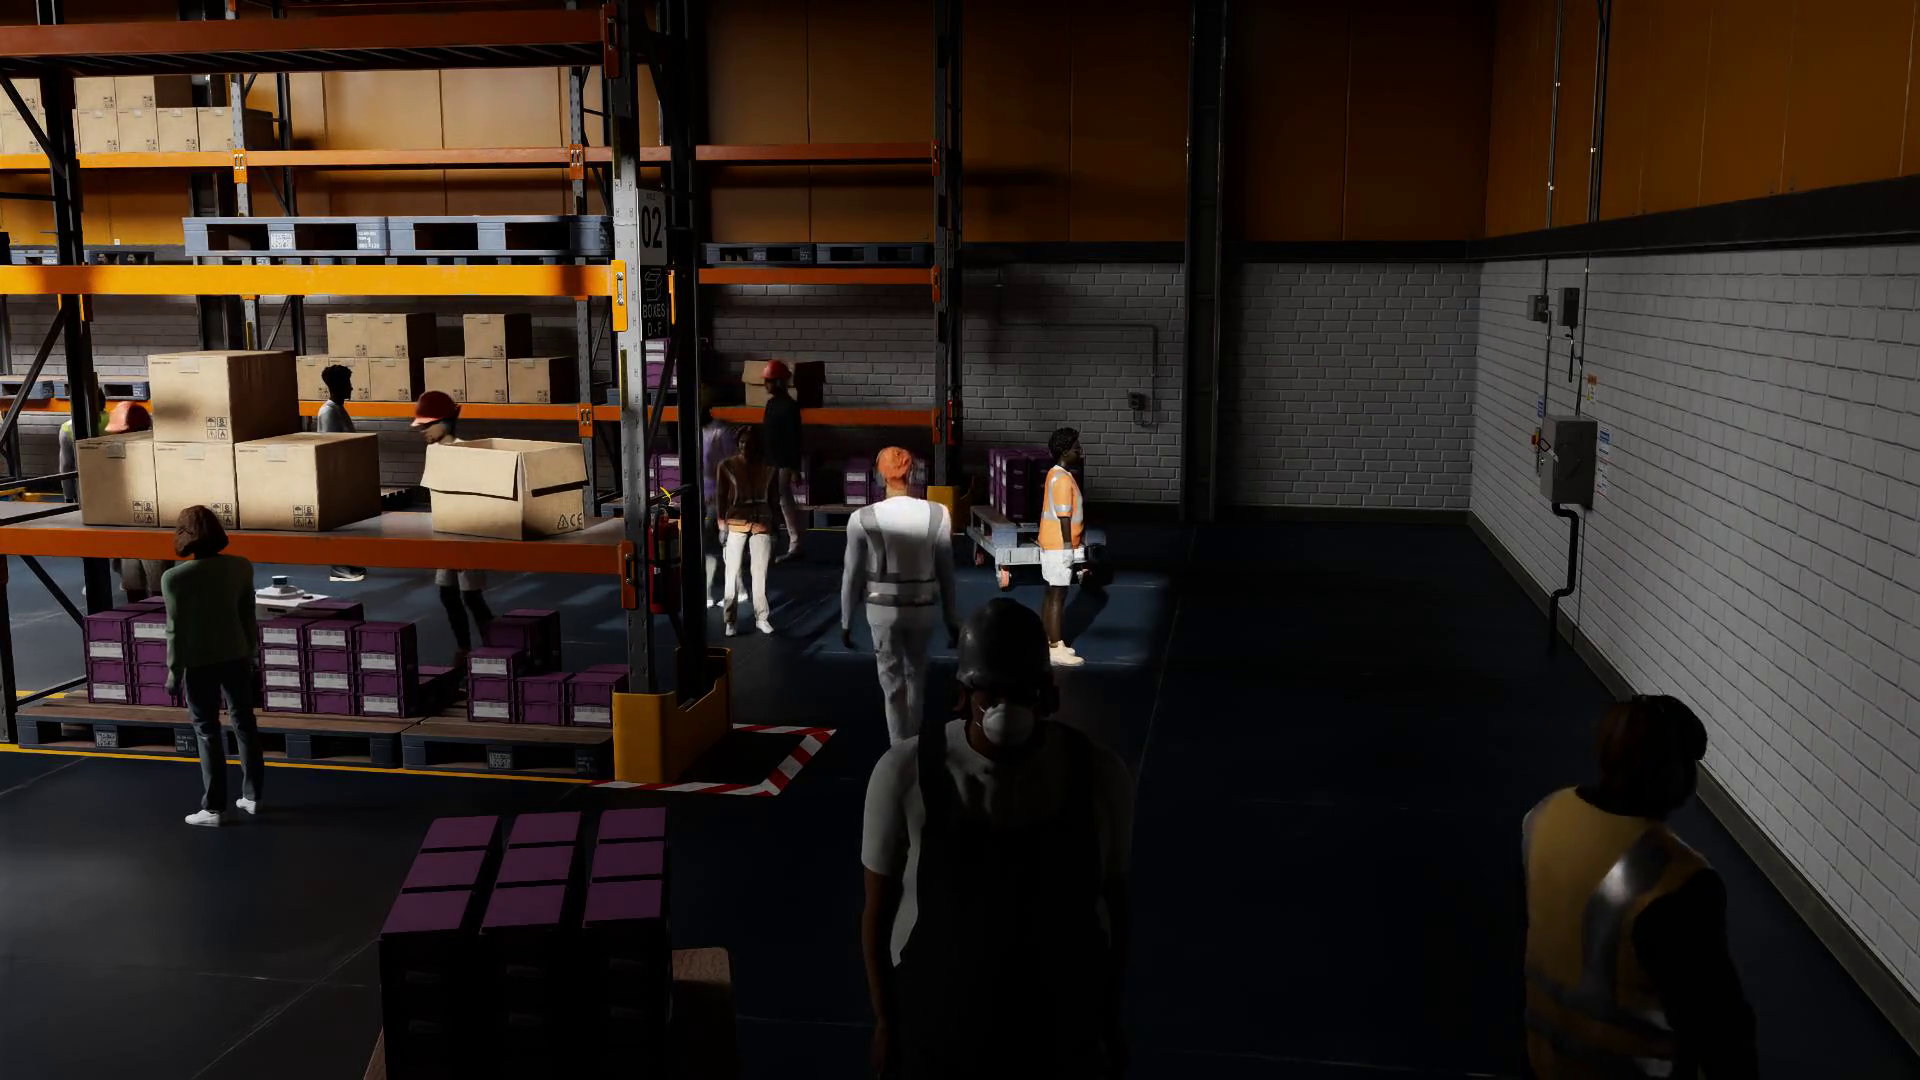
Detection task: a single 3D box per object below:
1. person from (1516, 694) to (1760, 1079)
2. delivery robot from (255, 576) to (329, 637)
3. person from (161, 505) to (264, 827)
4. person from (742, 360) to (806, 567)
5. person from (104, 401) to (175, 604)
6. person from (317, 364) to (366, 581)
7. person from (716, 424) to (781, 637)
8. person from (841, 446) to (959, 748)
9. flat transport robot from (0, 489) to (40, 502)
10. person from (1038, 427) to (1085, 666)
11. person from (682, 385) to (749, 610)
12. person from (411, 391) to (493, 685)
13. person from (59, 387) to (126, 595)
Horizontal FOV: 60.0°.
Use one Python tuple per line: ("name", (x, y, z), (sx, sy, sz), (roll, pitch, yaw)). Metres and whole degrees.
("person", (1.673, 1.259, 3.937), (0.675, 1.822, 0.632), (-1, 9, -7))
("delivery robot", (-4.997, 0.507, 12.246), (0.707, 0.478, 0.477), (4, 10, 22))
("person", (-3.780, 0.633, 8.415), (0.286, 1.633, 0.500), (6, 11, 32))
("person", (-1.834, -0.711, 15.751), (0.856, 1.963, 0.626), (-4, 10, -23))
("person", (-5.546, 0.020, 11.275), (0.573, 1.934, 0.383), (3, 10, 19))
("person", (-5.641, -0.615, 15.127), (0.368, 1.966, 0.600), (-2, 9, -14))
("person", (-1.623, -0.077, 12.816), (0.514, 1.636, 0.315), (-4, 10, -22))
("person", (-0.359, 0.408, 9.110), (0.617, 1.853, 0.818), (-3, 10, -16))
("flat transport robot", (-11.576, -0.474, 19.502), (0.652, 0.197, 1.431), (1, 9, 7))
("person", (0.724, 0.042, 11.886), (0.322, 1.697, 0.533), (-1, 9, -4))
("person", (-2.095, -0.348, 13.743), (0.801, 1.870, 0.608), (-7, 12, -39))
("person", (-3.406, -0.005, 11.230), (0.505, 2.016, 0.622), (-8, 12, -42))
("person", (-7.420, -0.424, 14.366), (0.627, 1.837, 0.430), (-8, 12, -40))
